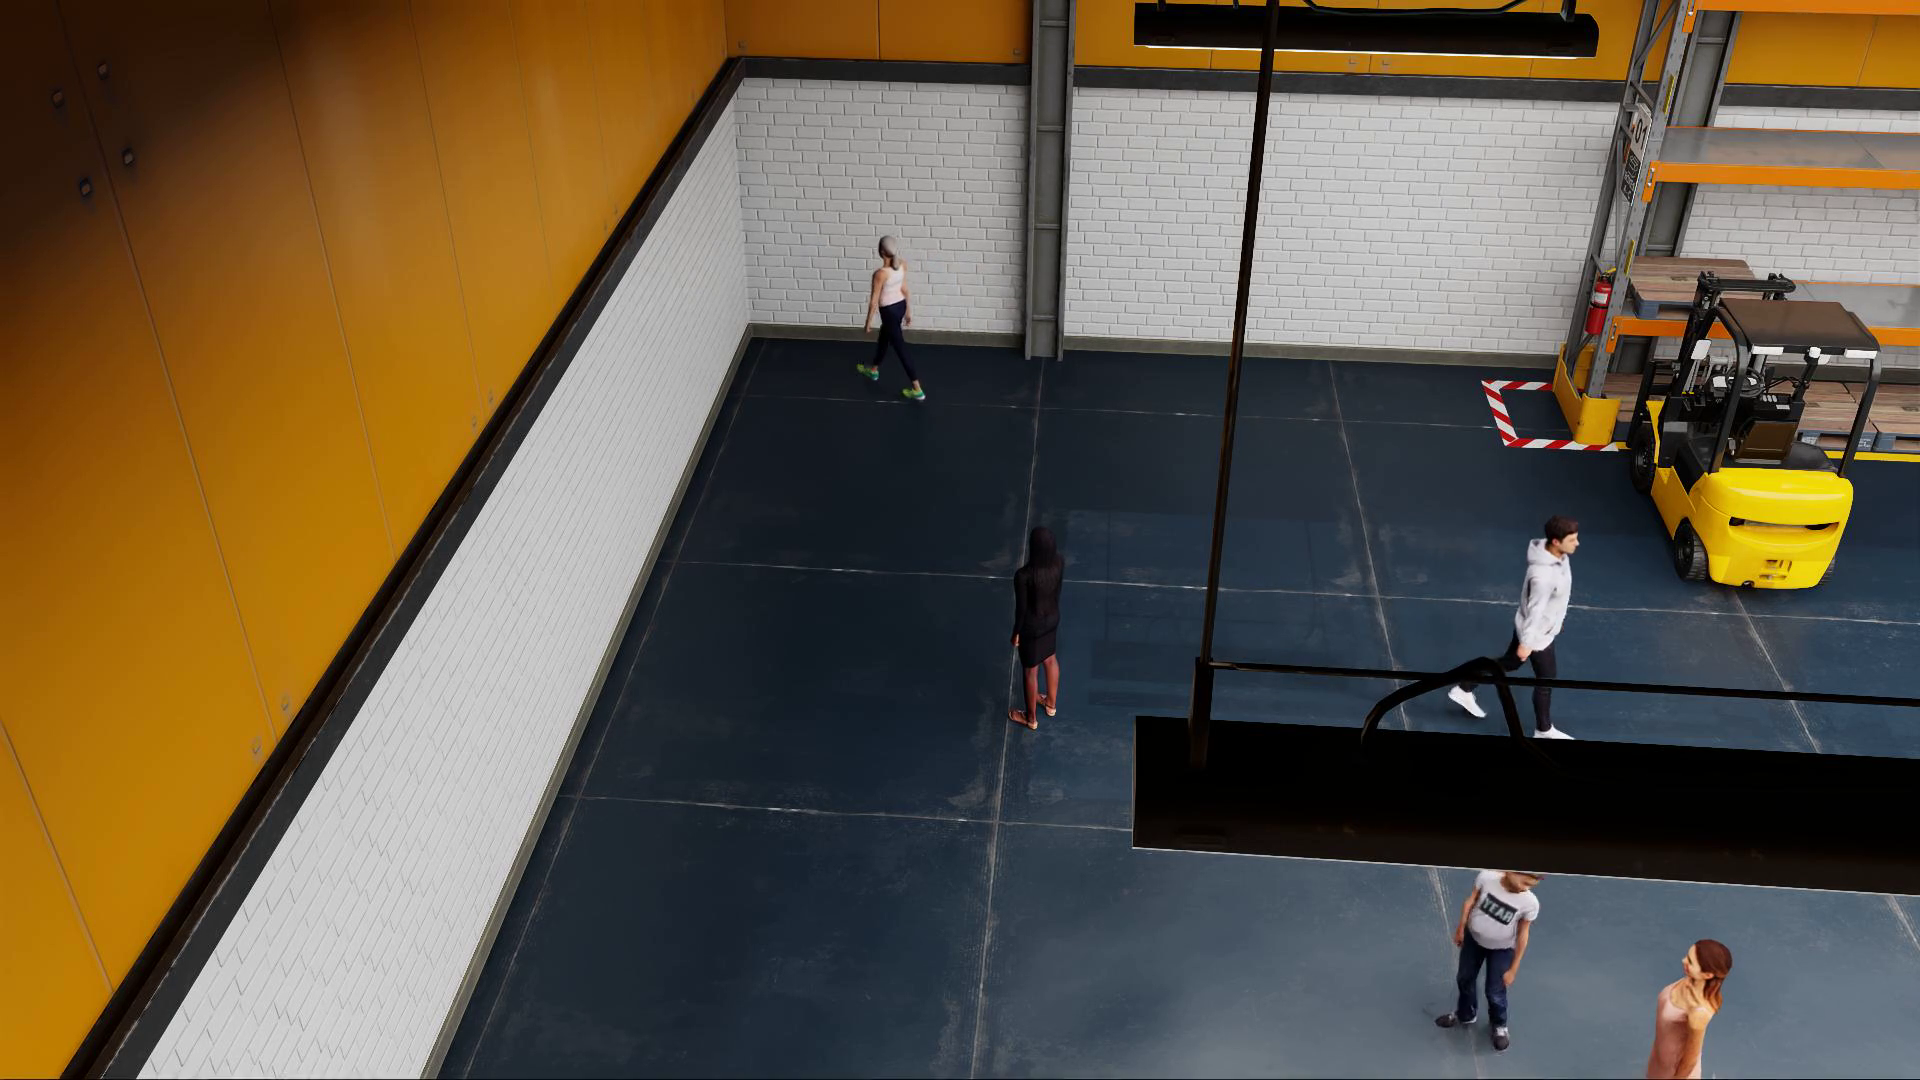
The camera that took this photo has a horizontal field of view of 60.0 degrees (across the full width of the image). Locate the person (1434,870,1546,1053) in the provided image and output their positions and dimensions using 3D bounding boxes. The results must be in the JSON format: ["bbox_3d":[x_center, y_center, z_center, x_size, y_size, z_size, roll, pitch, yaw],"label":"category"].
[{"bbox_3d":[3.083,2.339,9.764,0.759,1.537,0.686,-17,37,-24],"label":"person"}]

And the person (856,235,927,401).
[{"bbox_3d":[-0.605,-2.147,16.410,1.236,1.651,1.043,24,41,32],"label":"person"}]

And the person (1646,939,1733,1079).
[{"bbox_3d":[3.794,2.790,8.819,0.587,1.832,0.639,11,35,15],"label":"person"}]

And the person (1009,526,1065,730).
[{"bbox_3d":[0.567,0.618,12.187,0.673,1.721,0.722,-27,42,-34],"label":"person"}]

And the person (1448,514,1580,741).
[{"bbox_3d":[4.061,0.624,12.026,1.307,1.890,0.995,15,37,22],"label":"person"}]
